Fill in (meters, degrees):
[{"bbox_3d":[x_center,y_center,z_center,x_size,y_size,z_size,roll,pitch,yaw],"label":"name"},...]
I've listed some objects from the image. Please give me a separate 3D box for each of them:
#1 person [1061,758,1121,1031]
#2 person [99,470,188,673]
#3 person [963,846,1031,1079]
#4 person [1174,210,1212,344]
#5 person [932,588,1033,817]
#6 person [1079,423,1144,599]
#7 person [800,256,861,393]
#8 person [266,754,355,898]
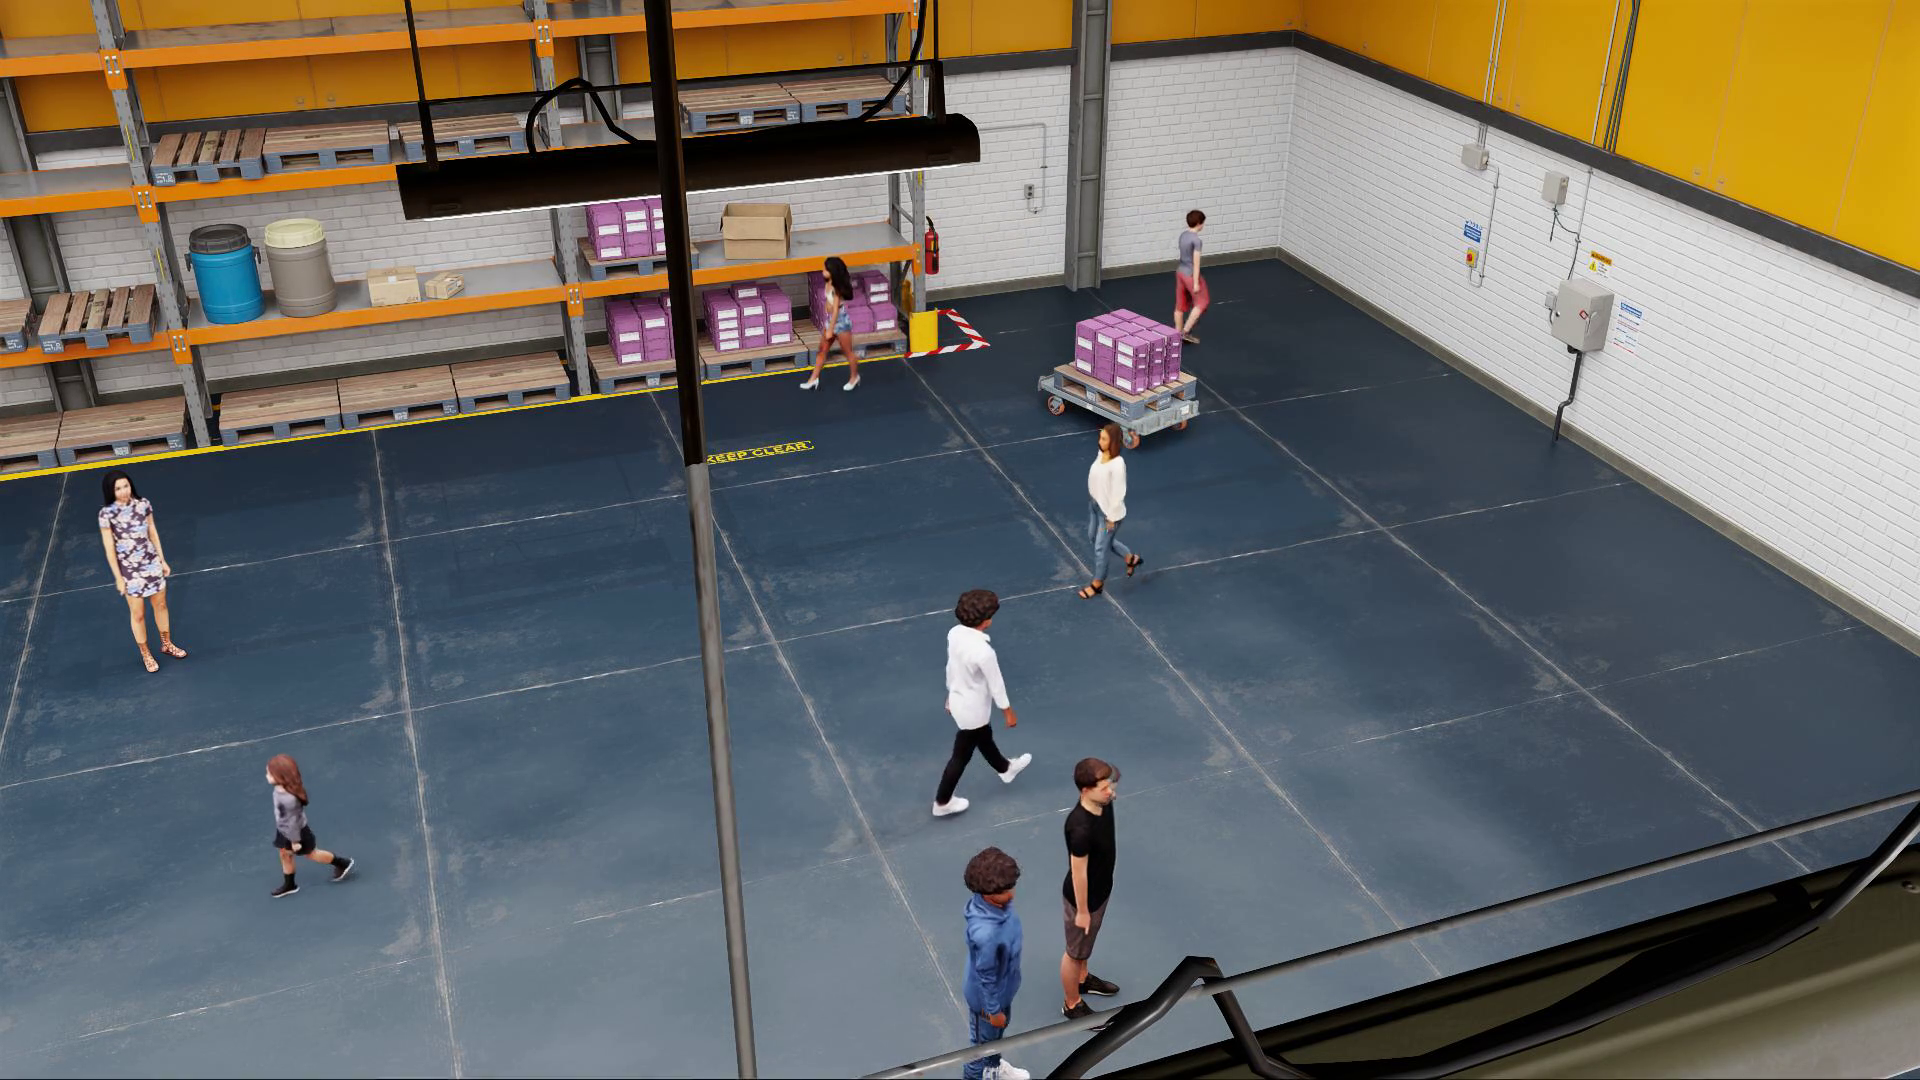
[{"bbox_3d":[0.765,2.080,10.001,0.802,1.861,0.764,10,30,17],"label":"person"},{"bbox_3d":[-6.678,0.227,13.533,0.739,1.732,0.635,20,35,33],"label":"person"},{"bbox_3d":[0.189,2.461,9.361,0.798,1.806,0.781,4,29,7],"label":"person"},{"bbox_3d":[2.646,-3.085,19.698,0.618,1.642,0.623,-12,31,-20],"label":"person"},{"bbox_3d":[0.003,1.196,11.726,1.133,1.761,0.734,-15,32,-25],"label":"person"},{"bbox_3d":[1.354,-0.270,14.508,0.862,1.670,0.679,-6,29,-12],"label":"person"},{"bbox_3d":[-1.284,-2.374,18.445,0.943,1.594,0.644,-14,32,-24],"label":"person"},{"bbox_3d":[-4.411,1.898,11.141,0.811,1.090,0.575,-17,33,-28],"label":"person"}]
